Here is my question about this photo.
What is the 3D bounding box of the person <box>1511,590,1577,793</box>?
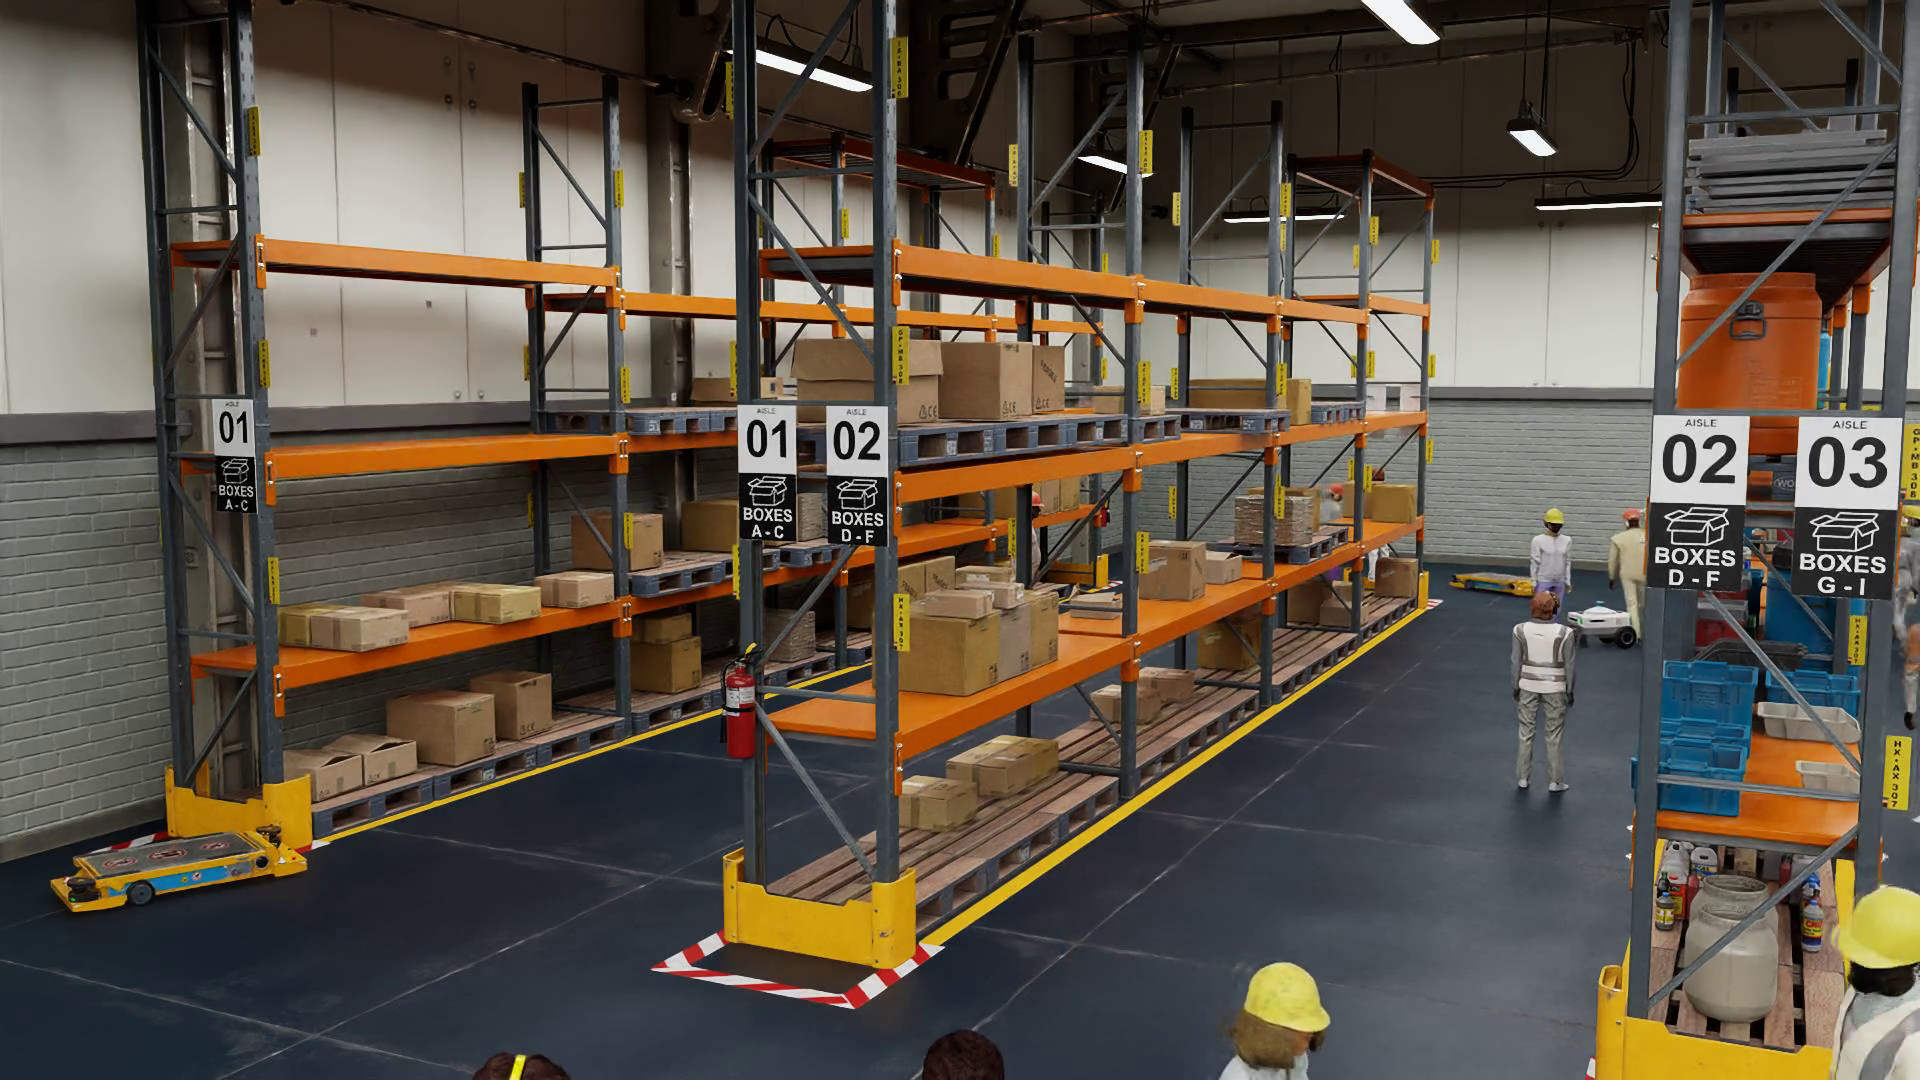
[{"bbox_3d":[4.726,1.227,13.486,0.511,1.641,0.307,4,7,33],"label":"person"}]

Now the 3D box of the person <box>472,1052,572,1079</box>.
[{"bbox_3d":[-1.051,2.105,3.882,0.335,1.865,0.520,-3,7,-26],"label":"person"}]

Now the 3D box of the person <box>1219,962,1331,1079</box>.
[{"bbox_3d":[0.920,2.073,4.961,0.897,1.687,0.492,5,8,42],"label":"person"}]

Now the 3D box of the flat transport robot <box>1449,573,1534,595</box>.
[{"bbox_3d":[8.306,0.662,25.564,0.652,0.197,1.431,-4,7,-34],"label":"flat transport robot"}]

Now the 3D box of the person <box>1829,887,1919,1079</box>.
[{"bbox_3d":[2.914,1.965,5.209,0.447,1.872,0.692,2,6,15],"label":"person"}]

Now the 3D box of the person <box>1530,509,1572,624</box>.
[{"bbox_3d":[7.090,0.502,19.930,0.533,1.767,0.327,-1,6,-11],"label":"person"}]

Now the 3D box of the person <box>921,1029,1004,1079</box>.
[{"bbox_3d":[0.006,2.082,3.837,0.599,1.915,0.375,0,6,2],"label":"person"}]

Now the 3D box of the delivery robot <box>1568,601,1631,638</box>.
[{"bbox_3d":[7.869,1.000,20.466,0.707,0.478,0.477,-1,6,-9],"label":"delivery robot"}]

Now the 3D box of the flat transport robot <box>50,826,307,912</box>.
[{"bbox_3d":[-5.161,2.158,11.013,1.431,0.197,0.652,-5,8,-39],"label":"flat transport robot"}]

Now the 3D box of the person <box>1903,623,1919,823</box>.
[{"bbox_3d":[7.311,1.235,12.300,0.606,1.890,0.659,5,8,43],"label":"person"}]

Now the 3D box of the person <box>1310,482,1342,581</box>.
[{"bbox_3d":[5.580,-0.016,25.199,0.565,1.726,0.562,-1,6,-12],"label":"person"}]

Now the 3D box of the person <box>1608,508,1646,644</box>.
[{"bbox_3d":[8.457,0.450,20.870,0.565,1.687,0.963,1,6,10],"label":"person"}]

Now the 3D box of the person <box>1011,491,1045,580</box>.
[{"bbox_3d":[0.802,0.415,19.712,0.404,1.987,0.616,0,6,2],"label":"person"}]
